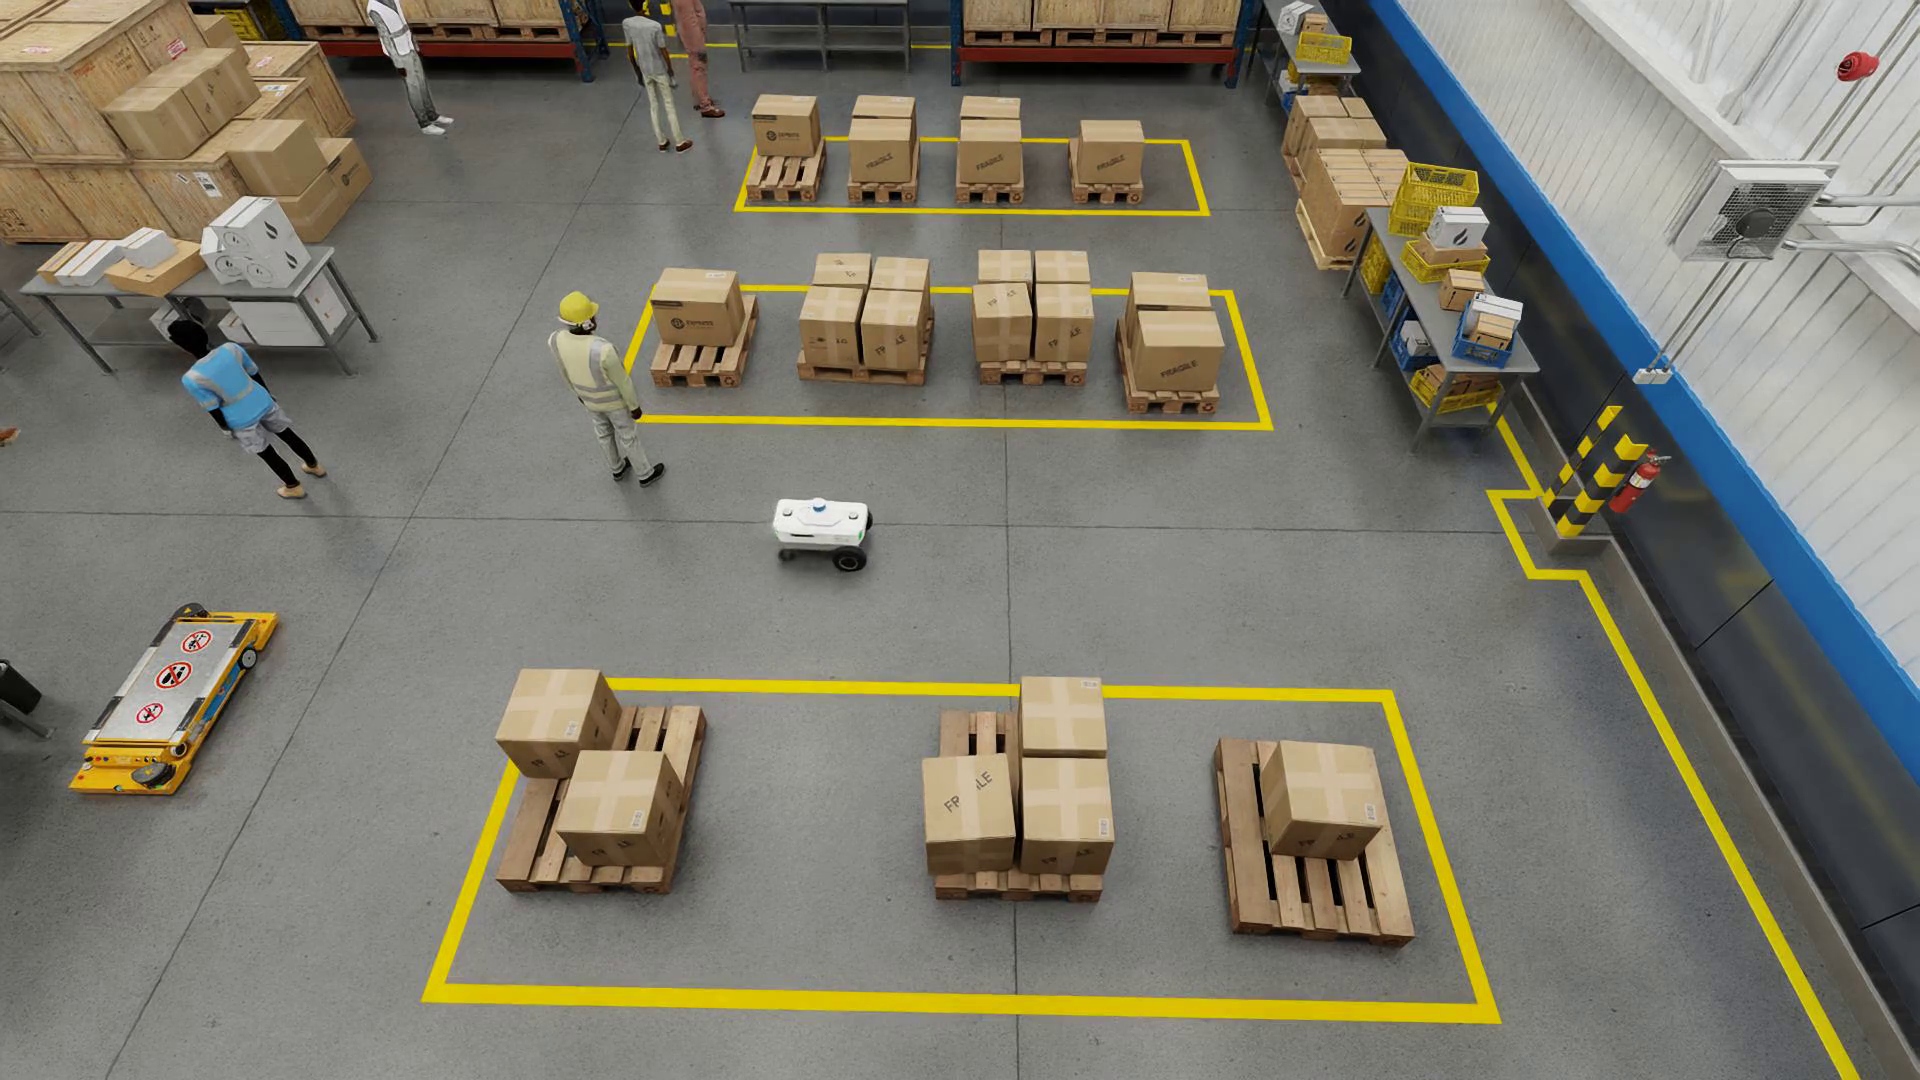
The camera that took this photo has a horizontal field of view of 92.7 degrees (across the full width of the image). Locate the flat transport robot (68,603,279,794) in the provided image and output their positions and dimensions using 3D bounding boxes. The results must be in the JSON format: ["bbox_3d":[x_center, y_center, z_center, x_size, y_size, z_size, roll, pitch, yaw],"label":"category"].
[{"bbox_3d":[-5.504,1.072,6.442,0.652,0.197,1.431,1,50,1],"label":"flat transport robot"}]

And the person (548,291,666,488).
[{"bbox_3d":[-2.824,-1.169,7.322,0.597,1.831,0.403,16,52,13],"label":"person"}]

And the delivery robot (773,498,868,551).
[{"bbox_3d":[-1.092,-0.135,7.213,0.707,0.478,0.477,3,50,1],"label":"delivery robot"}]

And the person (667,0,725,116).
[{"bbox_3d":[-3.423,-6.444,11.750,0.402,1.898,0.691,-24,54,-19],"label":"person"}]

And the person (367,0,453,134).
[{"bbox_3d":[-6.938,-6.068,11.421,0.389,1.911,0.591,0,50,0],"label":"person"}]

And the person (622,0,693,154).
[{"bbox_3d":[-3.692,-5.646,11.087,0.516,1.871,0.325,9,50,7],"label":"person"}]

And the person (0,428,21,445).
[{"bbox_3d":[-8.818,-1.236,7.372,0.944,1.851,0.573,-36,59,-26],"label":"person"}]

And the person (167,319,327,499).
[{"bbox_3d":[-5.663,-1.022,7.286,0.316,1.696,0.540,11,51,9],"label":"person"}]
